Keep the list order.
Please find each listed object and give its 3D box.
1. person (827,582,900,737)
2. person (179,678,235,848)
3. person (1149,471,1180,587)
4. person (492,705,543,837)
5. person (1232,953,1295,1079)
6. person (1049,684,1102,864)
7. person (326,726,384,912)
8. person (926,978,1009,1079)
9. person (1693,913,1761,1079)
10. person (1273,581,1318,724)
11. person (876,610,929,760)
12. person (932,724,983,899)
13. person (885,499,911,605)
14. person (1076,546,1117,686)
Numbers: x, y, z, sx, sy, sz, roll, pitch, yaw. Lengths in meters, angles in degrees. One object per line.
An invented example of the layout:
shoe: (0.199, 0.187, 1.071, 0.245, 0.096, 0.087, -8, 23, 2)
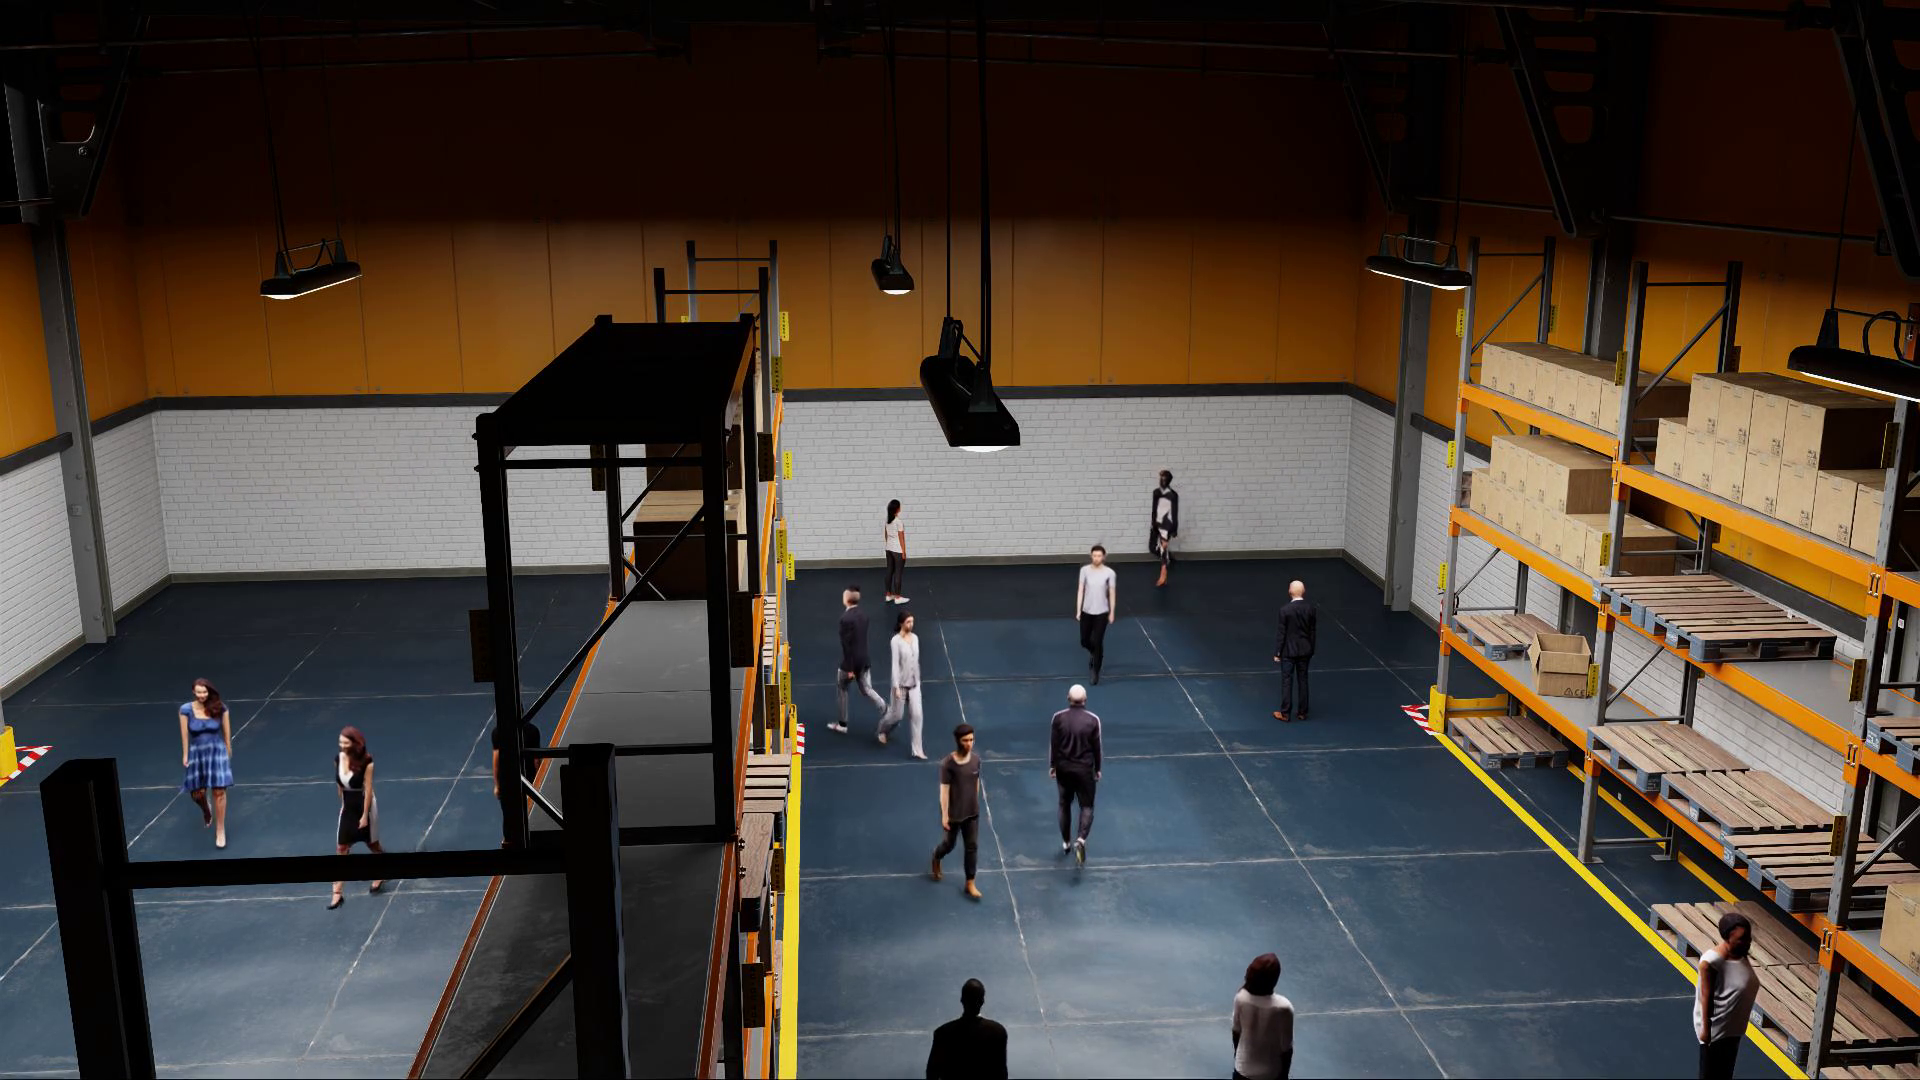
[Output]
person: (-1.173, 1.478, 20.063, 1.234, 1.913, 1.250, 9, 16, 32)
person: (-7.722, 2.262, 17.079, 0.783, 1.793, 0.876, -5, 14, -20)
person: (3.371, -0.212, 27.110, 0.995, 1.881, 0.970, -11, 17, -38)
person: (-4.412, 2.403, 16.575, 0.611, 1.757, 0.518, -1, 14, -5)
person: (1.988, 3.695, 11.276, 0.946, 1.739, 1.211, 6, 15, 22)
person: (1.143, 2.365, 16.606, 0.848, 1.816, 1.073, 2, 14, 10)
person: (-5.653, 2.590, 15.808, 0.806, 1.754, 1.190, 3, 14, 12)
person: (0.081, 3.789, 10.870, 0.829, 1.747, 1.232, -4, 14, -16)
person: (5.586, 3.513, 12.140, 0.759, 1.688, 0.785, -10, 17, -37)
person: (4.178, 1.381, 20.711, 0.697, 1.797, 0.614, -3, 14, -12)
person: (-0.711, 1.689, 19.551, 0.949, 1.744, 1.128, -11, 17, -37)
person: (-0.046, 2.569, 16.025, 0.879, 1.694, 1.099, -7, 15, -28)
person: (-1.019, 0.164, 26.058, 0.723, 1.645, 0.640, -11, 18, -39)
person: (1.832, 0.966, 22.306, 0.903, 1.852, 1.058, 5, 14, 19)
